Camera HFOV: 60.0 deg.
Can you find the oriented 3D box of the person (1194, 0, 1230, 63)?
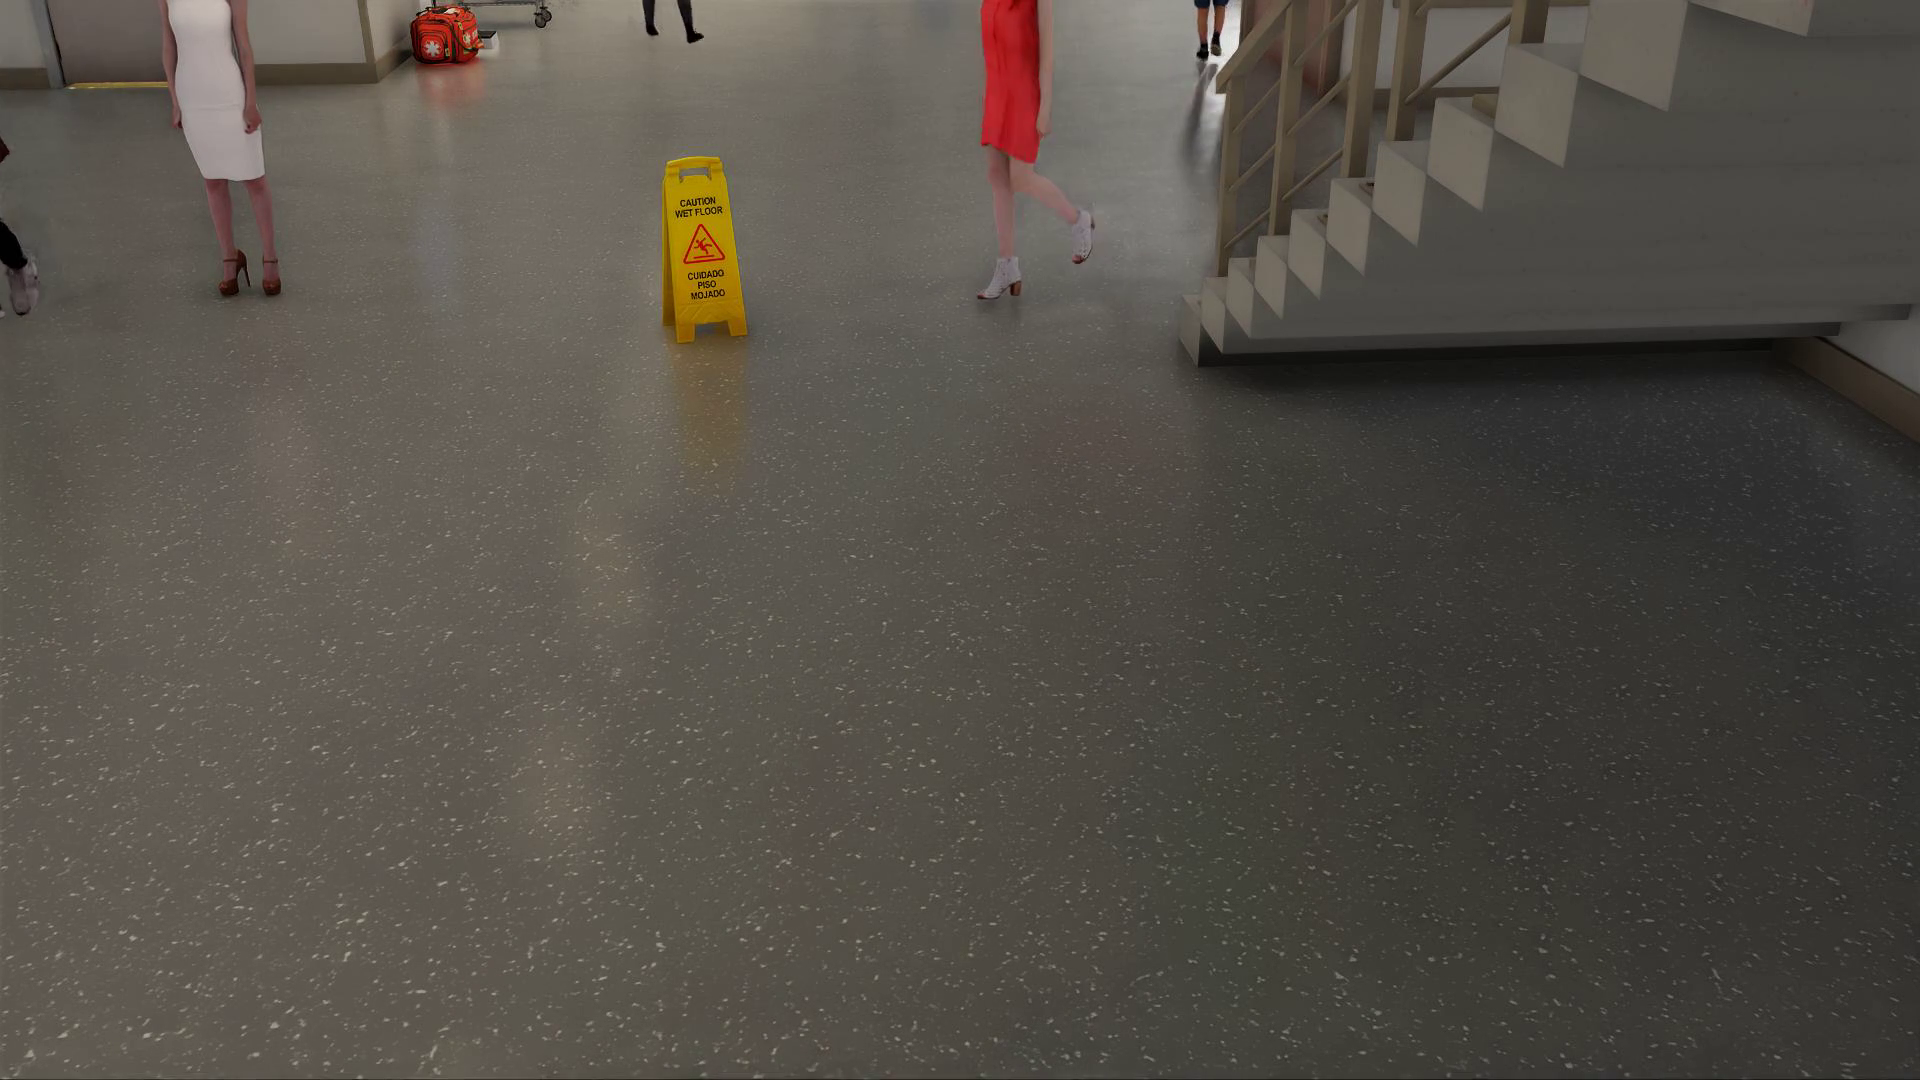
[{"bbox_3d":[2.068,-4.645,13.578,0.562,1.437,0.556,1,26,1],"label":"person"}]

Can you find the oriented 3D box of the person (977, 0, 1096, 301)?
[{"bbox_3d":[0.337,-2.008,7.675,0.897,1.816,0.910,-16,30,-30],"label":"person"}]

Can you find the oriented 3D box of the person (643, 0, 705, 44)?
[{"bbox_3d":[-2.626,-5.163,14.326,0.933,1.721,1.243,-14,29,-27],"label":"person"}]

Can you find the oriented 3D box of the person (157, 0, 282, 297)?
[{"bbox_3d":[-3.427,-2.013,7.711,0.579,1.793,0.486,0,26,-1],"label":"person"}]

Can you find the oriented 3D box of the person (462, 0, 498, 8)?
[{"bbox_3d":[-4.874,-6.085,16.266,0.726,1.695,0.670,4,26,8],"label":"person"}]
